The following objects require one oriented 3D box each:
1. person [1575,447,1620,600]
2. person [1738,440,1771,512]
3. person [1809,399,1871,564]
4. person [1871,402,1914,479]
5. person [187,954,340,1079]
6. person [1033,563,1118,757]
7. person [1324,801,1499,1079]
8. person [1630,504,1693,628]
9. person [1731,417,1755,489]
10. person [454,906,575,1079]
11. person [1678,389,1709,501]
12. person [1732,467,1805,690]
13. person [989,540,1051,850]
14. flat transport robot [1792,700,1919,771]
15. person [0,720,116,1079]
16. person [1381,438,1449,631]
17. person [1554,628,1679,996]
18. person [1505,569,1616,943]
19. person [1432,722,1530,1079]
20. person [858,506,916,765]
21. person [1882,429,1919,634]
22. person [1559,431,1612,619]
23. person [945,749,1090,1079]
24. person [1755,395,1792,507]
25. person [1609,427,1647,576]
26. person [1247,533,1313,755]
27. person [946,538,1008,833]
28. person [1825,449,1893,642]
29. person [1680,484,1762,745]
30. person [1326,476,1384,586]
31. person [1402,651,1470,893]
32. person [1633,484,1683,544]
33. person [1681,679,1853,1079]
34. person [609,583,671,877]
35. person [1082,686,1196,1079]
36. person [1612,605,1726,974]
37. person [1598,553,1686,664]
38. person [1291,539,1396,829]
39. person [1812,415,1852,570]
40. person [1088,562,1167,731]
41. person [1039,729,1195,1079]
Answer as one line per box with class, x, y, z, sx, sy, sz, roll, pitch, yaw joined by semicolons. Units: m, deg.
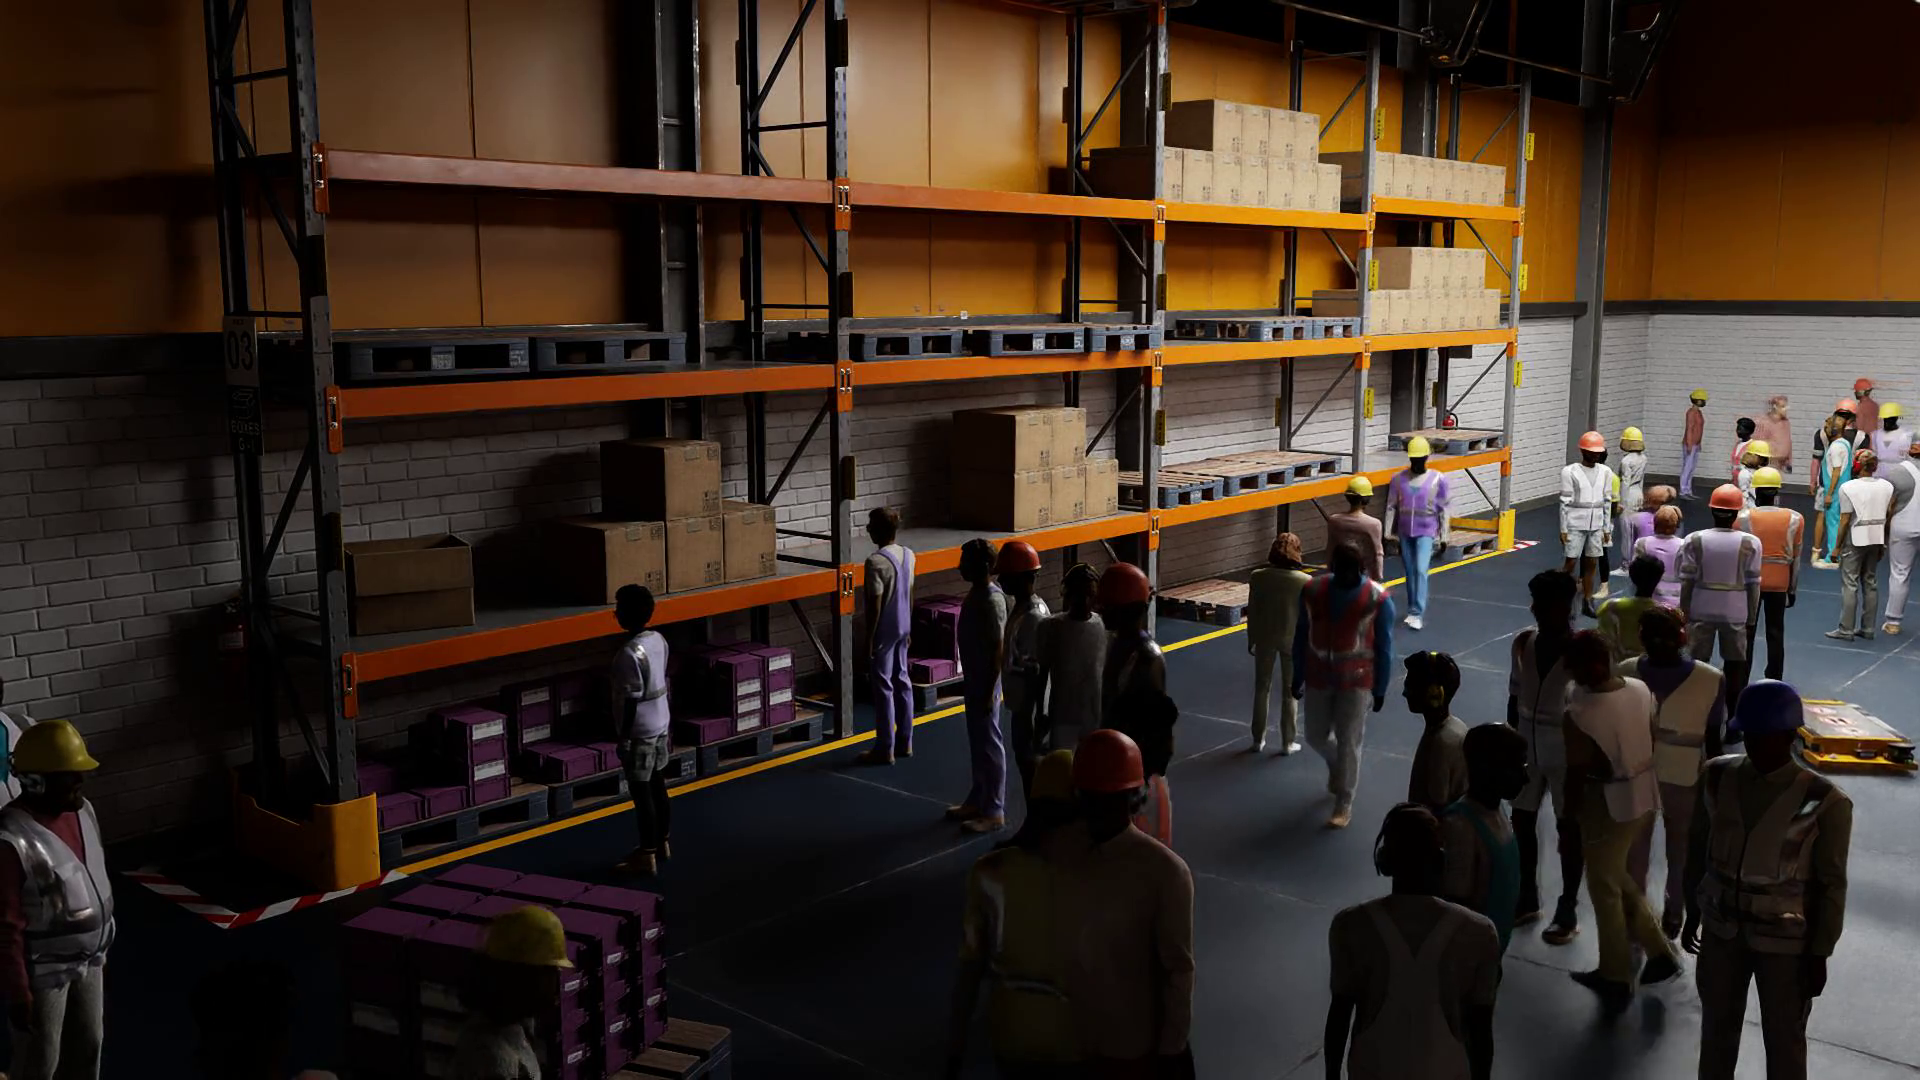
person;6.865;-0.205;18.005;0.317;1.695;0.540;-5;10;-30
person;8.503;-0.206;17.878;0.320;1.737;0.492;8;12;42
person;10.611;-0.690;20.080;0.615;2.029;0.409;5;10;31
person;12.019;-0.828;21.389;0.761;1.897;0.619;-6;10;-32
person;-1.534;1.889;3.731;0.662;1.924;0.697;-2;9;-12
person;0.666;1.045;9.432;0.510;1.860;0.334;0;9;-1
person;1.386;1.717;5.166;0.505;1.838;0.340;2;9;13
person;5.674;0.531;13.427;0.514;1.644;0.308;7;11;37
person;10.139;-0.741;21.501;0.321;1.689;0.532;0;9;-2
person;-1.230;1.867;4.579;0.400;1.703;0.554;-3;9;-16
person;11.547;-1.497;26.146;0.340;1.760;0.527;7;11;39
person;6.583;0.360;13.671;0.582;1.919;0.393;2;9;10
person;0.360;0.956;9.784;0.388;1.929;0.545;-1;9;-5
flat transport robot;6.412;1.401;12.230;0.652;0.197;1.431;1;9;8
person;-3.369;1.564;6.209;0.403;1.823;0.602;1;9;6
person;4.467;-0.057;16.424;0.601;1.893;0.876;6;11;34
person;3.087;1.310;7.892;0.616;1.804;0.530;-7;11;-39
person;3.088;1.120;8.666;0.398;1.955;0.632;-6;11;-35
person;1.894;1.563;6.129;0.328;1.842;0.516;5;10;30
person;-0.523;0.676;11.846;0.332;1.843;0.518;6;11;34
person;9.306;-0.091;16.167;0.674;2.000;0.537;4;10;23
person;6.355;-0.145;16.885;0.546;1.929;0.391;-1;9;-7
person;0.295;1.645;5.592;0.621;1.857;1.013;3;9;16
person;11.231;-1.087;23.128;0.643;1.877;0.809;-7;11;-37
person;7.806;-0.447;19.415;0.486;1.744;0.294;-9;12;-44
person;2.332;0.752;12.072;0.507;1.623;0.292;3;9;21
person;0.123;0.900;10.405;0.345;1.846;0.506;-3;9;-17
person;8.593;0.053;15.860;0.569;1.844;0.377;-2;9;-15
person;5.638;0.549;12.365;0.544;1.939;0.372;5;10;28
person;3.405;0.333;14.317;0.532;1.767;0.325;8;12;42
person;2.038;1.392;7.189;0.330;1.861;0.510;3;9;21
person;6.246;0.312;14.915;0.374;1.626;0.516;-6;11;-35
person;3.038;1.479;6.343;0.391;1.947;0.605;-7;11;-37
person;-1.855;1.092;9.637;0.315;1.696;0.541;2;9;10
person;0.715;1.501;6.252;0.909;1.922;0.597;7;11;38
person;3.525;1.225;8.357;0.600;1.823;0.677;6;10;32
person;4.374;0.928;10.725;0.536;1.687;0.384;6;11;34
person;2.449;0.879;10.612;0.638;1.820;0.634;5;10;32
person;10.441;-0.567;19.865;0.325;1.842;0.517;7;11;39
person;0.829;1.119;8.358;0.394;2.039;0.613;-1;9;-9
person;0.469;1.590;5.462;0.621;1.997;0.372;7;11;38
